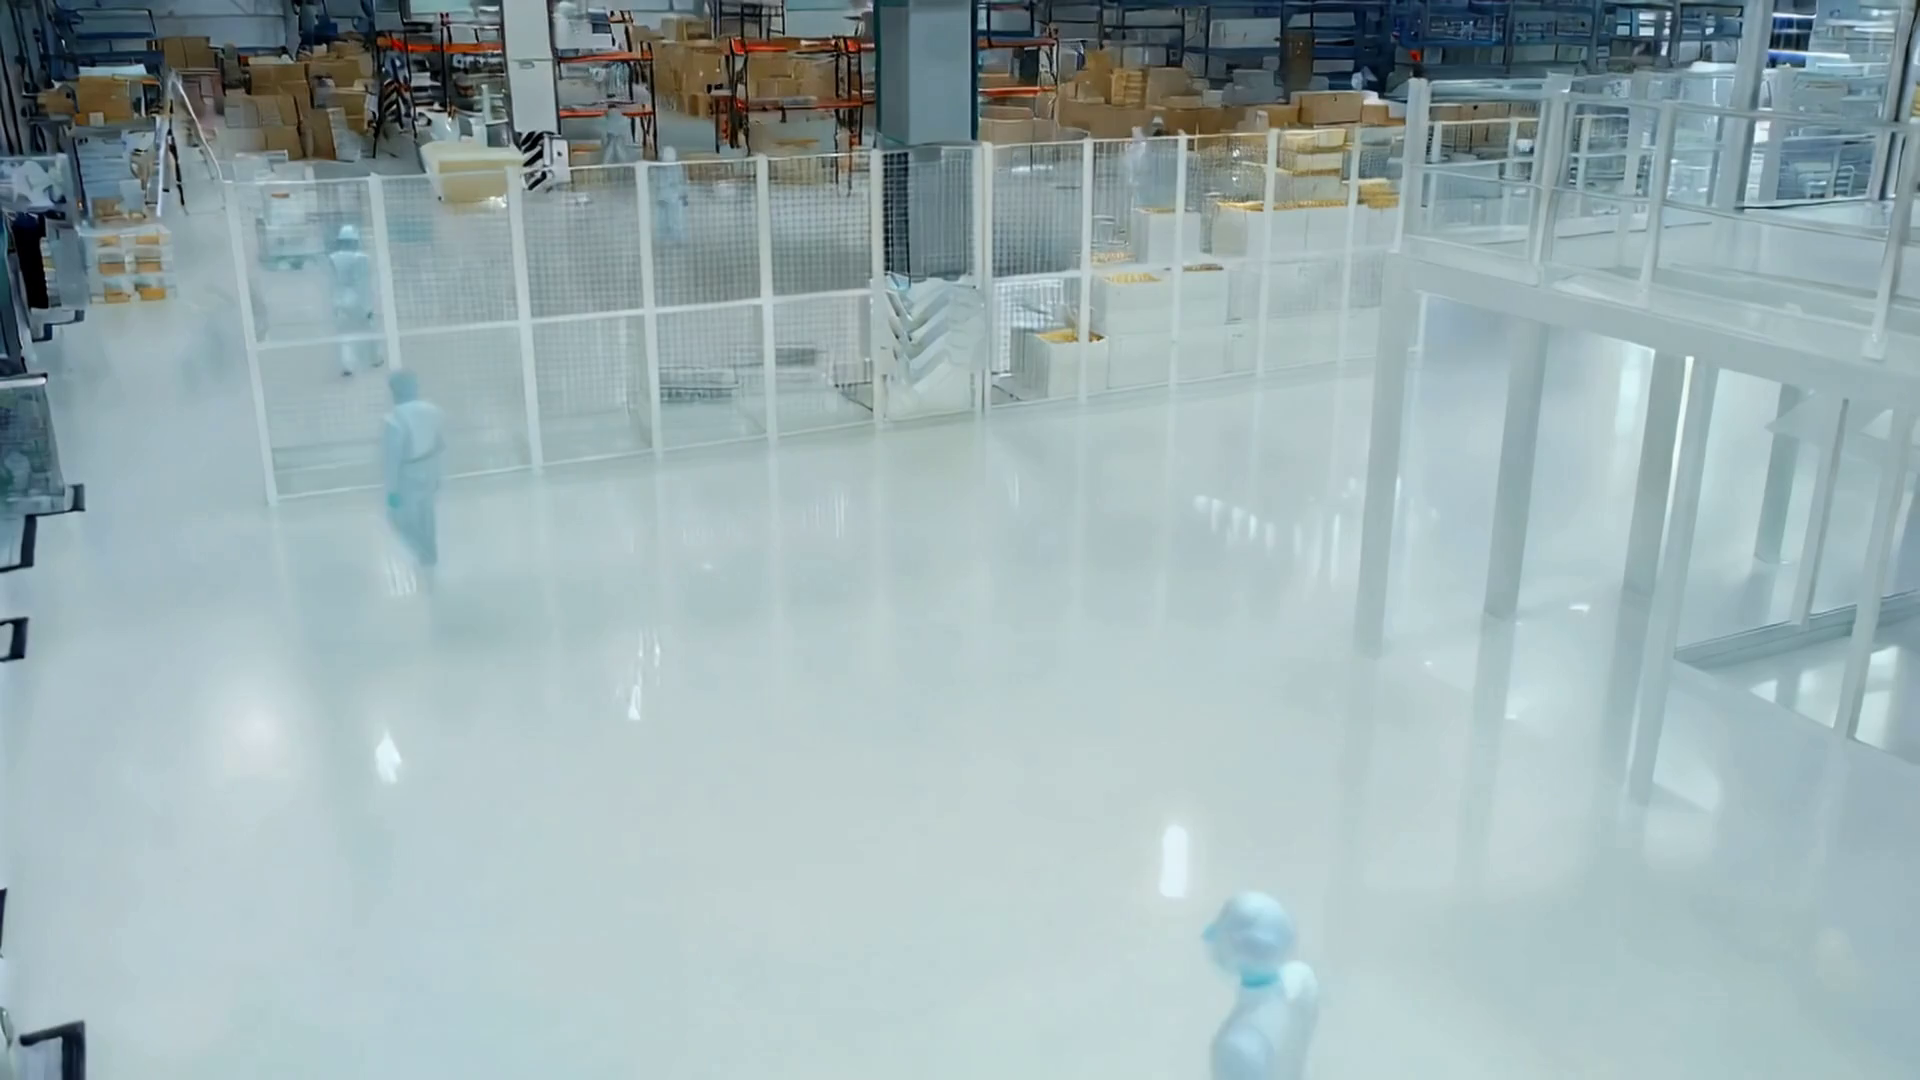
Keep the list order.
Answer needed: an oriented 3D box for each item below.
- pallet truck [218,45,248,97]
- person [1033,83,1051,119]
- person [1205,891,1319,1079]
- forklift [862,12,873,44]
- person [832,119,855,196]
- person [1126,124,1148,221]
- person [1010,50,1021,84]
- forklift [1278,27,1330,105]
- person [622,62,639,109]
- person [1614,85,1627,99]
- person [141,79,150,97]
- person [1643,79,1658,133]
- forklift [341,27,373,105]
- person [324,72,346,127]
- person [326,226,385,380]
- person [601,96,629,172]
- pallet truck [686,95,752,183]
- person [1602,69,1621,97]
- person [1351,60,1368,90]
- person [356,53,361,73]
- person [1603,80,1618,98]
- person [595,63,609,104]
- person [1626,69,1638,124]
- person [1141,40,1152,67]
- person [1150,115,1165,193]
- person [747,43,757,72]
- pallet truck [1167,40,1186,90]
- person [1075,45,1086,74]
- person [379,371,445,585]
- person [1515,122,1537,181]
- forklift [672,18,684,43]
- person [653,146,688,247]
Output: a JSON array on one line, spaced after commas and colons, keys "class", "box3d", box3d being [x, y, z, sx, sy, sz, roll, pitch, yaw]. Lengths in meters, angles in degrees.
[{"class": "pallet truck", "box3d": [-28.879, -18.665, 66.111, 0.823, 1.965, 1.885, -3, 19, -9]}, {"class": "person", "box3d": [2.279, -11.884, 46.674, 0.546, 1.852, 0.416, -3, 19, -9]}, {"class": "person", "box3d": [1.097, 2.133, 5.890, 0.960, 1.959, 0.613, 17, 25, 41]}, {"class": "forklift", "box3d": [-4.396, -24.202, 80.828, 1.873, 2.768, 1.129, -9, 21, -25]}, {"class": "person", "box3d": [-2.608, -8.605, 37.417, 0.534, 1.692, 0.321, 6, 20, 16]}, {"class": "person", "box3d": [3.536, -7.403, 33.570, 0.437, 1.925, 0.657, 11, 22, 29]}, {"class": "person", "box3d": [2.436, -20.814, 72.933, 0.528, 1.640, 0.526, 10, 21, 26]}, {"class": "forklift", "box3d": [12.501, -17.229, 60.615, 1.873, 2.768, 1.129, -9, 21, -25]}, {"class": "person", "box3d": [-11.846, -16.453, 59.798, 0.376, 1.933, 0.555, 17, 25, 40]}, {"class": "person", "box3d": [17.984, -11.473, 45.477, 0.528, 1.861, 0.353, -9, 21, -23]}, {"class": "person", "box3d": [-25.085, -13.431, 51.493, 0.515, 1.634, 0.313, 9, 21, 25]}, {"class": "person", "box3d": [20.066, -12.685, 48.821, 0.659, 1.958, 0.855, 1, 19, 3]}, {"class": "forklift", "box3d": [-22.274, -17.347, 60.956, 1.873, 2.768, 1.129, -9, 21, -25]}, {"class": "person", "box3d": [-18.829, -13.122, 50.179, 0.546, 1.914, 0.722, -15, 24, -37]}, {"class": "person", "box3d": [-7.601, -2.993, 20.868, 0.589, 1.876, 0.994, 0, 19, -1]}, {"class": "person", "box3d": [-8.697, -10.231, 41.870, 0.590, 1.876, 0.997, 9, 21, 24]}, {"class": "pallet truck", "box3d": [-5.836, -9.608, 39.856, 0.823, 1.965, 1.885, 10, 22, 27]}, {"class": "person", "box3d": [21.338, -14.536, 54.511, 0.533, 1.743, 0.597, 4, 19, 11]}, {"class": "person", "box3d": [13.055, -14.628, 54.340, 0.538, 2.000, 0.690, 5, 20, 13]}, {"class": "person", "box3d": [-25.014, -19.381, 68.374, 1.031, 1.873, 0.753, 8, 20, 21]}, {"class": "person", "box3d": [18.817, -12.510, 48.314, 0.367, 1.966, 0.604, -3, 19, -9]}, {"class": "person", "box3d": [-12.494, -15.840, 58.181, 1.004, 1.826, 0.572, 14, 23, 34]}, {"class": "person", "box3d": [22.133, -14.575, 54.619, 0.355, 1.755, 0.518, 11, 22, 29]}, {"class": "person", "box3d": [8.278, -21.295, 73.979, 0.430, 1.838, 0.619, 9, 21, 24]}, {"class": "person", "box3d": [4.489, -8.781, 37.843, 0.294, 1.744, 0.486, 3, 19, 8]}, {"class": "person", "box3d": [-8.676, -19.774, 69.464, 0.638, 1.916, 0.871, -5, 20, -15]}, {"class": "pallet truck", "box3d": [9.045, -19.971, 69.895, 0.823, 1.965, 1.885, -3, 19, -8]}, {"class": "person", "box3d": [4.980, -19.512, 68.768, 0.598, 1.867, 0.995, -13, 23, -32]}, {"class": "person", "box3d": [-4.487, -0.491, 13.685, 0.455, 1.824, 0.645, 10, 21, 27]}, {"class": "person", "box3d": [11.737, -7.669, 34.386, 0.935, 1.910, 0.553, -14, 24, -35]}, {"class": "forklift", "box3d": [-12.115, -21.127, 71.912, 1.873, 2.768, 1.129, -2, 19, -6]}, {"class": "person", "box3d": [-5.275, -6.277, 30.469, 0.445, 1.829, 0.627, 17, 25, 40]}]
